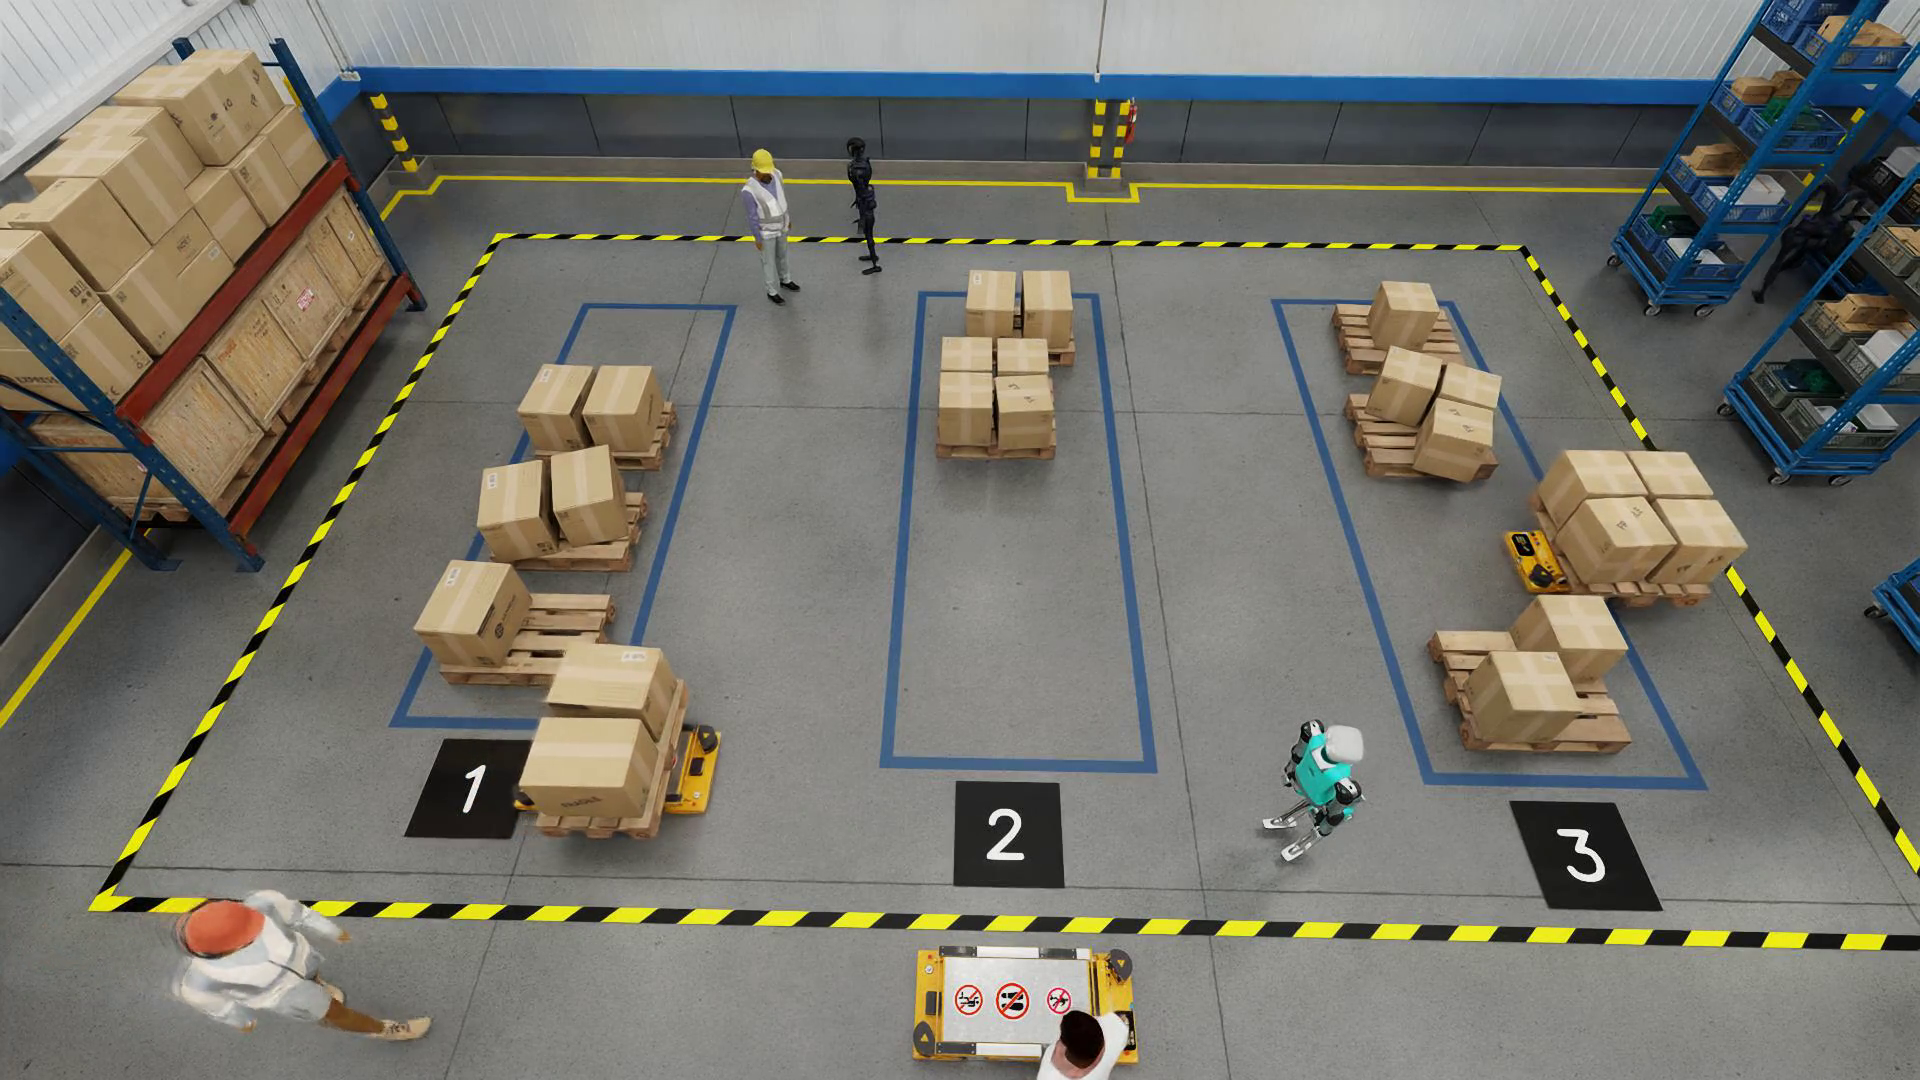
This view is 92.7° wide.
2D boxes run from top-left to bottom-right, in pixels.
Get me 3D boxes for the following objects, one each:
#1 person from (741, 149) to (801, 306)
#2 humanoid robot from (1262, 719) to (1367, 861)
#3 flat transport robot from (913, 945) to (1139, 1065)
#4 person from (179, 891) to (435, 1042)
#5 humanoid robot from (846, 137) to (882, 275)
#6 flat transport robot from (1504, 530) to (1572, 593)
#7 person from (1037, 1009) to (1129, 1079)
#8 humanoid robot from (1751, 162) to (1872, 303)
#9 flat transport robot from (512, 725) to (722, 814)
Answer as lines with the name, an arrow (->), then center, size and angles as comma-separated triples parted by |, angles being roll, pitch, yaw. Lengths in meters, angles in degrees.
person -> -2.116, -3.542, 10.366 | 0.403, 1.826, 0.593 | 26, 55, 20
humanoid robot -> 2.495, 1.655, 6.102 | 0.735, 1.677, 0.533 | -13, 52, -10
flat transport robot -> 0.422, 3.041, 6.007 | 1.431, 0.231, 0.659 | 1, 51, 1
person -> -3.921, 2.520, 5.324 | 1.070, 1.973, 0.647 | 9, 51, 7
humanoid robot -> -1.135, -3.917, 10.763 | 0.315, 1.653, 0.599 | -6, 51, -5
flat transport robot -> 5.813, 0.173, 8.327 | 1.431, 0.197, 0.652 | 1, 51, 1
person -> 0.615, 2.940, 5.027 | 0.594, 1.917, 0.380 | -33, 58, -24
humanoid robot -> 9.708, -3.578, 10.512 | 0.606, 1.632, 0.731 | 19, 53, 15
flat transport robot -> -2.621, 1.742, 7.048 | 1.431, 0.197, 0.652 | 1, 51, 1
